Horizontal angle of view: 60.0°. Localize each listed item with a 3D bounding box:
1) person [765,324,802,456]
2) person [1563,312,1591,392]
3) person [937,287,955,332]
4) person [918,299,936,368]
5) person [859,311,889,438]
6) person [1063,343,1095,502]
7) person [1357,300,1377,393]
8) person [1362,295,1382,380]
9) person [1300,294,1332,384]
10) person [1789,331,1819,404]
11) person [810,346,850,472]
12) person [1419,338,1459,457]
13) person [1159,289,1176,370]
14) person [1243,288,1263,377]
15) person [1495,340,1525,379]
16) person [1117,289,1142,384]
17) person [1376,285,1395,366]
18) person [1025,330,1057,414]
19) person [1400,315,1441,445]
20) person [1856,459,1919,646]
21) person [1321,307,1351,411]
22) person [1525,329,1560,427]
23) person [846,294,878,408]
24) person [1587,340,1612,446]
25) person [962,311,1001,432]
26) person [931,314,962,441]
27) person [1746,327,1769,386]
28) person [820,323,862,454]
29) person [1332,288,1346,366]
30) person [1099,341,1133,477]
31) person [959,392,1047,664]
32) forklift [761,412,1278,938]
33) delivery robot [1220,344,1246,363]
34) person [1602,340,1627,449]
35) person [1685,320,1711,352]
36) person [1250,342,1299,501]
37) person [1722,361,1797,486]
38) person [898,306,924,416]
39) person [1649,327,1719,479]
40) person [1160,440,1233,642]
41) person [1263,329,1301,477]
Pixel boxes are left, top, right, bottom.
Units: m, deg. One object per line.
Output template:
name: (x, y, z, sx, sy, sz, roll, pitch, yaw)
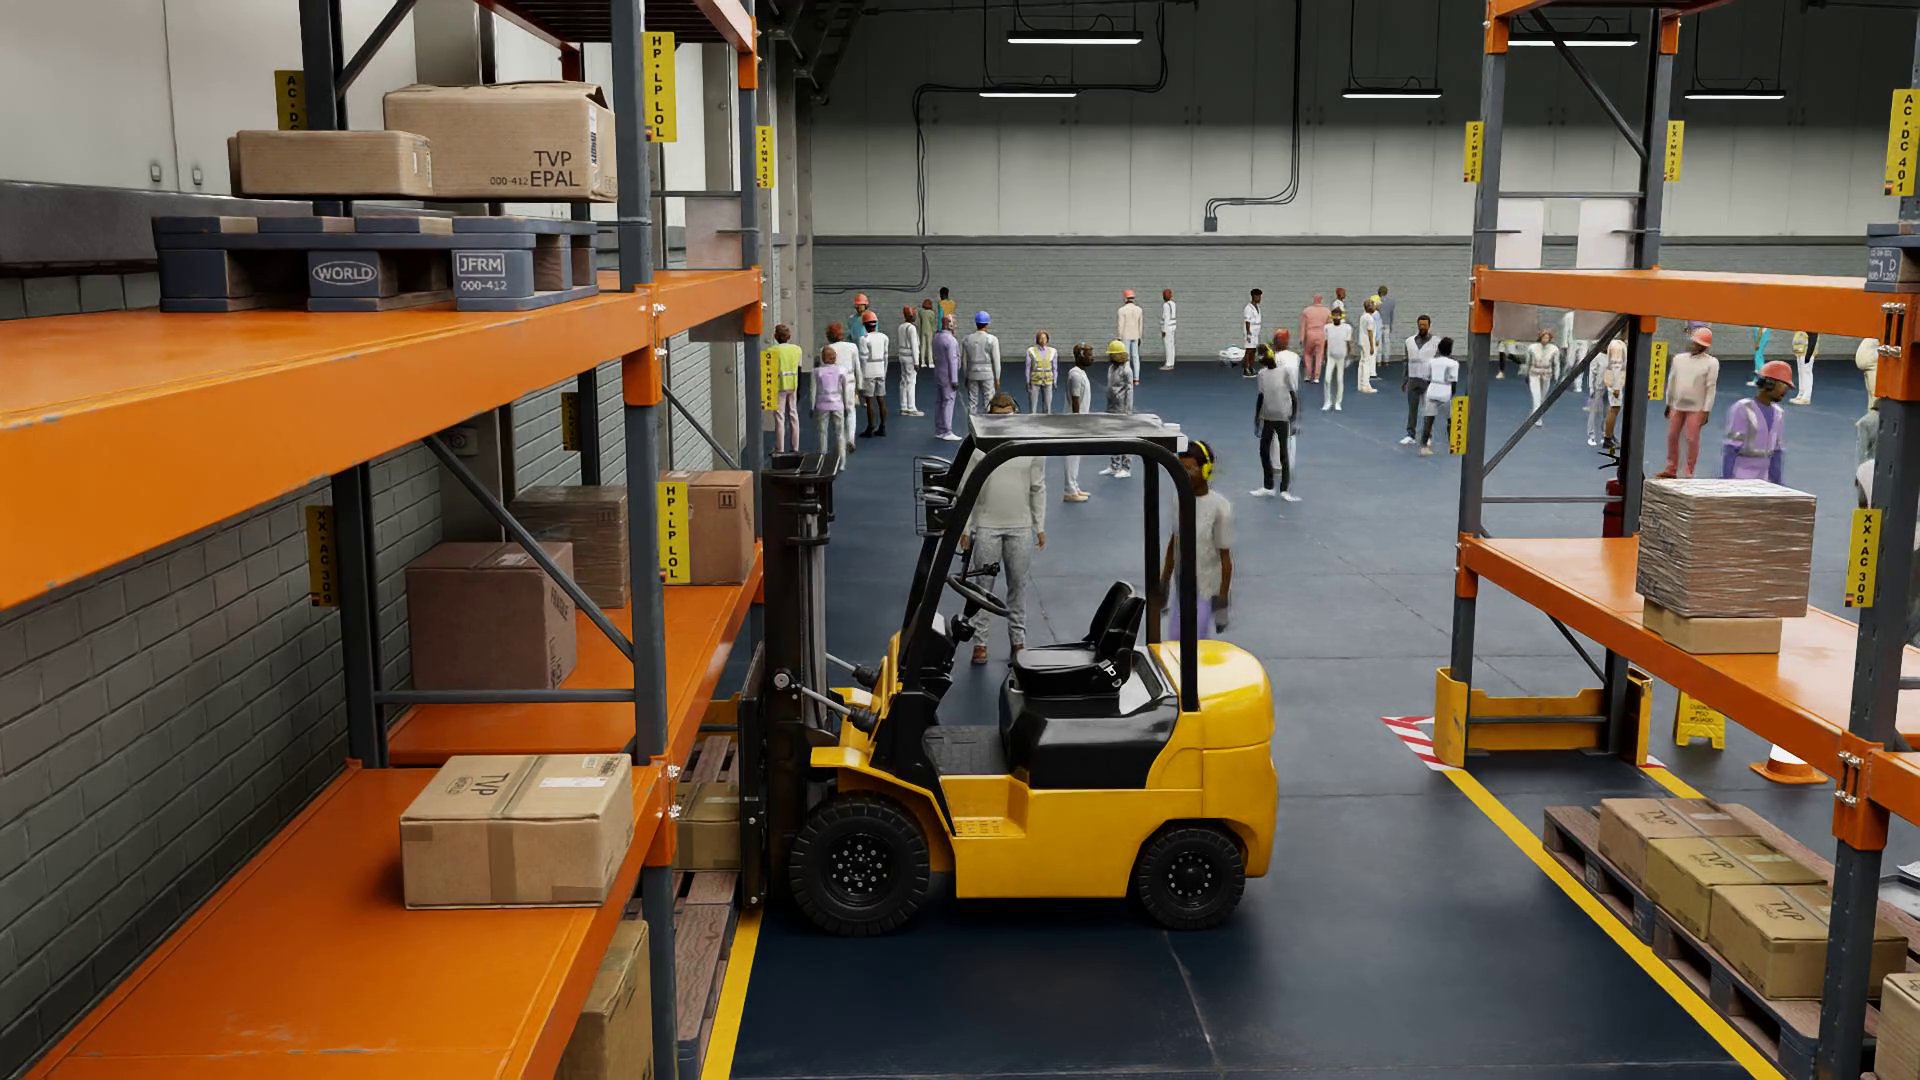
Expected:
person: (-2.450, -2.079, 23.183, 0.566, 1.846, 0.387, -8, 13, -36)
person: (12.363, -3.925, 33.309, 0.599, 1.898, 0.668, 0, 10, 3)
person: (-0.332, -5.026, 39.403, 0.391, 1.919, 0.593, 7, 12, 33)
person: (-0.769, -4.921, 39.608, 0.498, 1.633, 0.285, 7, 13, 36)
person: (-1.352, -2.527, 25.456, 0.543, 1.928, 0.373, -9, 14, -42)
person: (1.367, -1.354, 19.187, 0.351, 1.837, 0.503, 2, 10, 9)
person: (8.099, -3.846, 33.028, 0.346, 1.847, 0.505, -1, 10, -8)
person: (8.971, -4.406, 36.195, 0.404, 1.829, 0.591, -3, 11, -15)
person: (7.554, -4.277, 35.329, 0.674, 1.875, 0.826, 1, 10, 7)
person: (15.594, -3.426, 30.706, 0.429, 1.839, 0.634, 3, 11, 15)
person: (-1.692, -1.694, 21.621, 0.522, 1.636, 0.310, -2, 10, -12)
person: (6.778, -1.997, 23.256, 0.895, 1.645, 0.555, -8, 13, -39)
person: (4.877, -4.933, 38.988, 0.357, 1.881, 0.574, 5, 11, 25)
person: (6.484, -4.584, 36.832, 0.381, 1.958, 0.605, 6, 12, 31)
person: (12.025, -4.350, 36.304, 0.568, 1.677, 0.553, -5, 11, -27)
person: (3.531, -4.239, 34.801, 0.622, 1.992, 0.396, -6, 12, -30)
person: (10.169, -5.157, 40.072, 0.635, 1.937, 0.352, -4, 11, -21)
person: (1.242, -2.395, 25.511, 0.511, 1.644, 0.307, -2, 10, -11)
person: (6.804, -2.358, 24.528, 0.596, 1.921, 0.380, 9, 13, 40)
person: (6.440, 0.067, 11.441, 0.571, 1.765, 0.982, 8, 13, 39)
person: (6.655, -3.188, 29.424, 0.495, 1.833, 0.760, 4, 11, 20)
person: (9.520, -2.669, 27.231, 0.522, 1.585, 0.864, 2, 10, 11)
person: (-1.782, -3.411, 30.044, 0.608, 2.048, 0.368, 4, 11, 22)
person: (9.478, -2.202, 24.462, 0.498, 1.633, 0.286, -2, 10, -12)
person: (0.326, -2.449, 24.959, 0.614, 1.946, 0.389, 4, 11, 23)
person: (-0.185, -2.454, 25.140, 0.400, 1.900, 0.648, -5, 11, -24)
person: (16.606, -4.110, 34.543, 0.355, 1.836, 0.513, 6, 12, 30)
person: (-1.655, -2.117, 23.371, 0.657, 1.858, 0.547, -6, 12, -29)
person: (9.127, -5.124, 40.050, 0.355, 1.883, 0.574, 4, 11, 21)
person: (2.005, -1.665, 21.179, 0.314, 1.739, 0.485, -5, 12, -28)
person: (0.302, -0.083, 11.804, 0.636, 1.938, 0.355, -1, 10, -7)
forklift: (0.291, 0.548, 7.580, 2.313, 2.155, 1.214, 0, 10, -2)
delivery robot: (6.501, -4.399, 39.447, 0.707, 0.478, 0.477, -8, 13, -37)
person: (9.513, -2.266, 24.013, 0.384, 1.925, 0.551, 4, 11, 23)
person: (18.115, -5.284, 40.825, 0.594, 1.923, 0.386, 6, 12, 29)
person: (3.670, -1.368, 19.277, 0.661, 1.837, 0.343, 10, 14, 44)
person: (6.604, -0.479, 13.858, 0.660, 2.018, 0.436, -6, 12, -30)
person: (-0.865, -3.069, 28.600, 0.355, 1.882, 0.575, -6, 12, -29)
person: (8.944, -1.641, 20.474, 0.376, 1.956, 0.729, -7, 12, -34)
person: (1.407, 0.322, 9.801, 0.610, 1.851, 0.548, -5, 11, -28)
person: (4.113, -1.752, 21.256, 0.584, 1.883, 0.337, -10, 14, -43)
